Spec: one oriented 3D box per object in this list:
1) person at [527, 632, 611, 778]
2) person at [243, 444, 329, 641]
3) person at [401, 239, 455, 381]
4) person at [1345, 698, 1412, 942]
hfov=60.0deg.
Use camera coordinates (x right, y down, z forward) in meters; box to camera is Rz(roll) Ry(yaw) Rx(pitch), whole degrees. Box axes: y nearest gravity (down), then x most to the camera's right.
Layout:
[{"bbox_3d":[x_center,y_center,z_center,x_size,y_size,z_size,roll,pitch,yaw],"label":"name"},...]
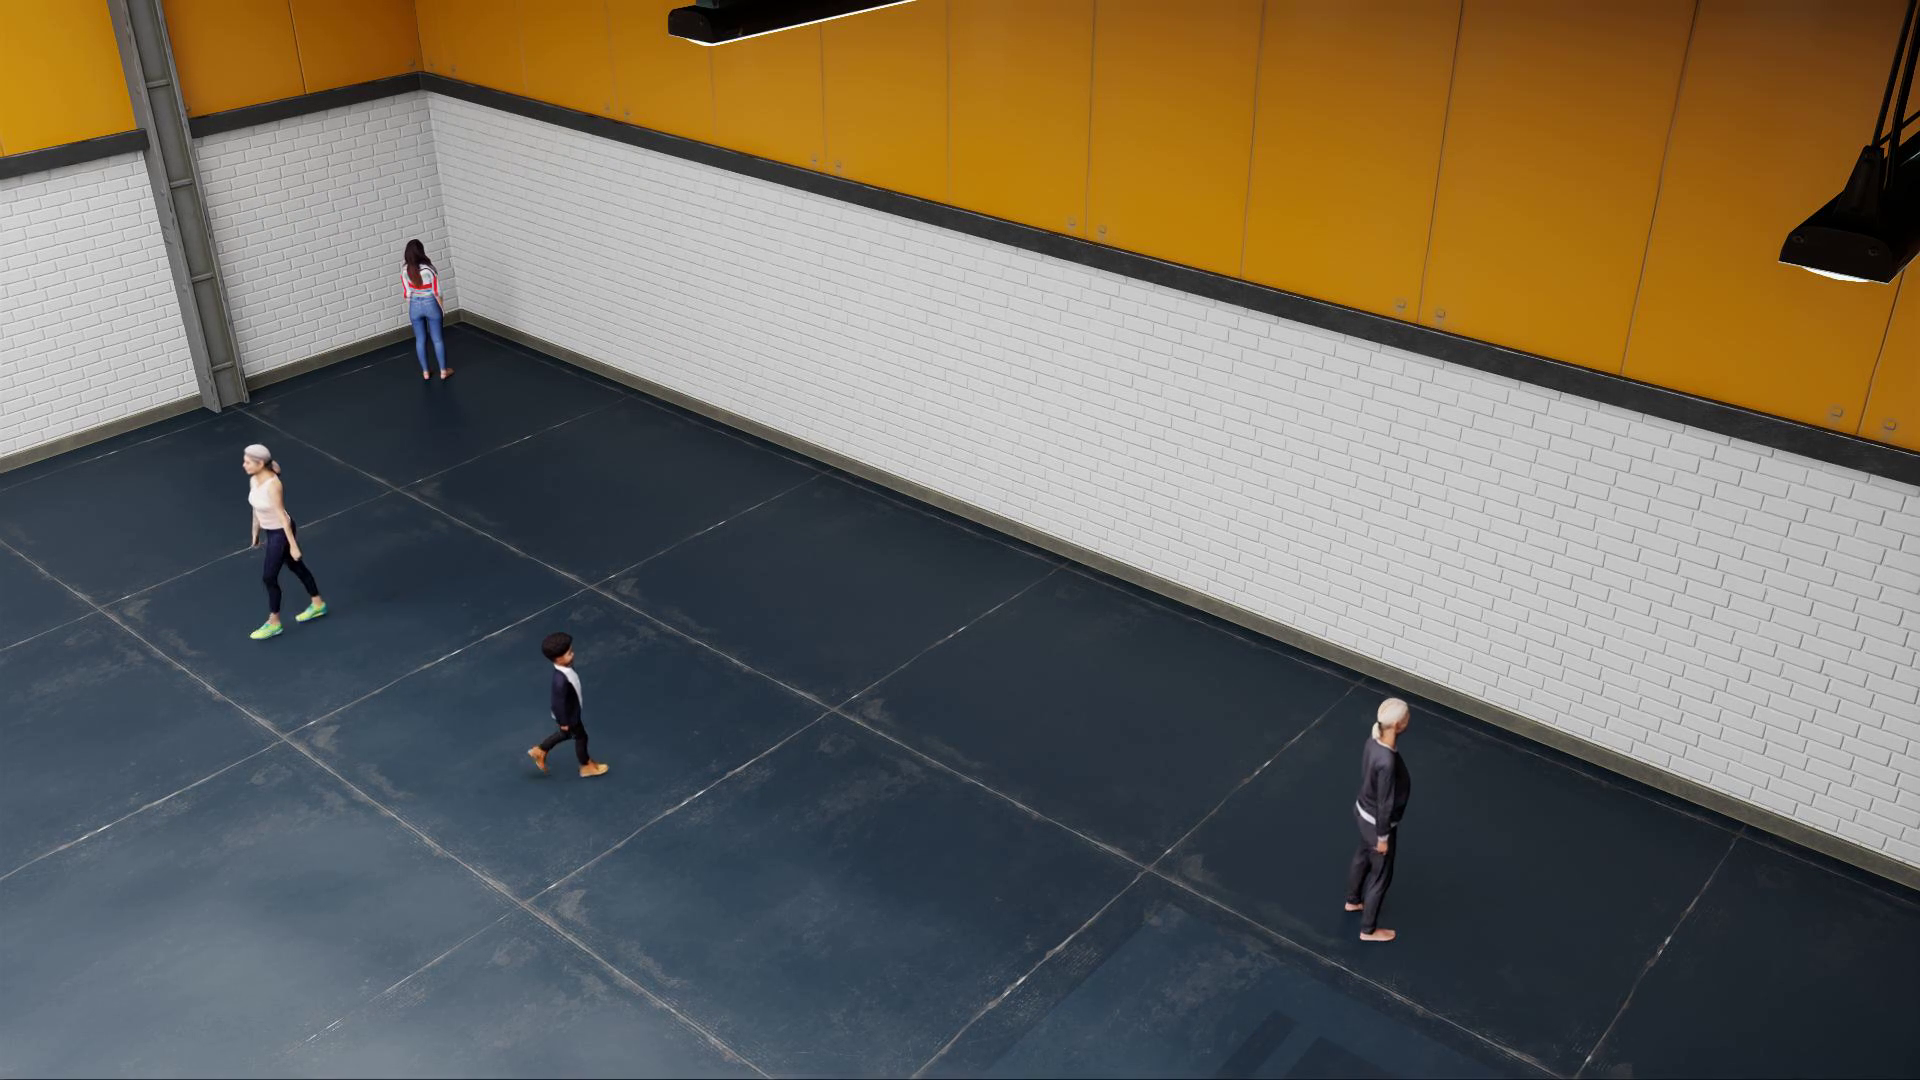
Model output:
[{"bbox_3d":[-2.915,1.223,12.102,0.870,1.206,0.793,-4,29,-7],"label":"person"},{"bbox_3d":[-5.603,-0.049,13.941,0.969,1.678,0.736,-22,36,-35],"label":"person"},{"bbox_3d":[-6.010,-2.597,18.680,0.660,1.613,0.698,0,29,0],"label":"person"},{"bbox_3d":[2.626,1.749,10.600,0.790,1.720,0.717,-1,29,-1],"label":"person"}]
